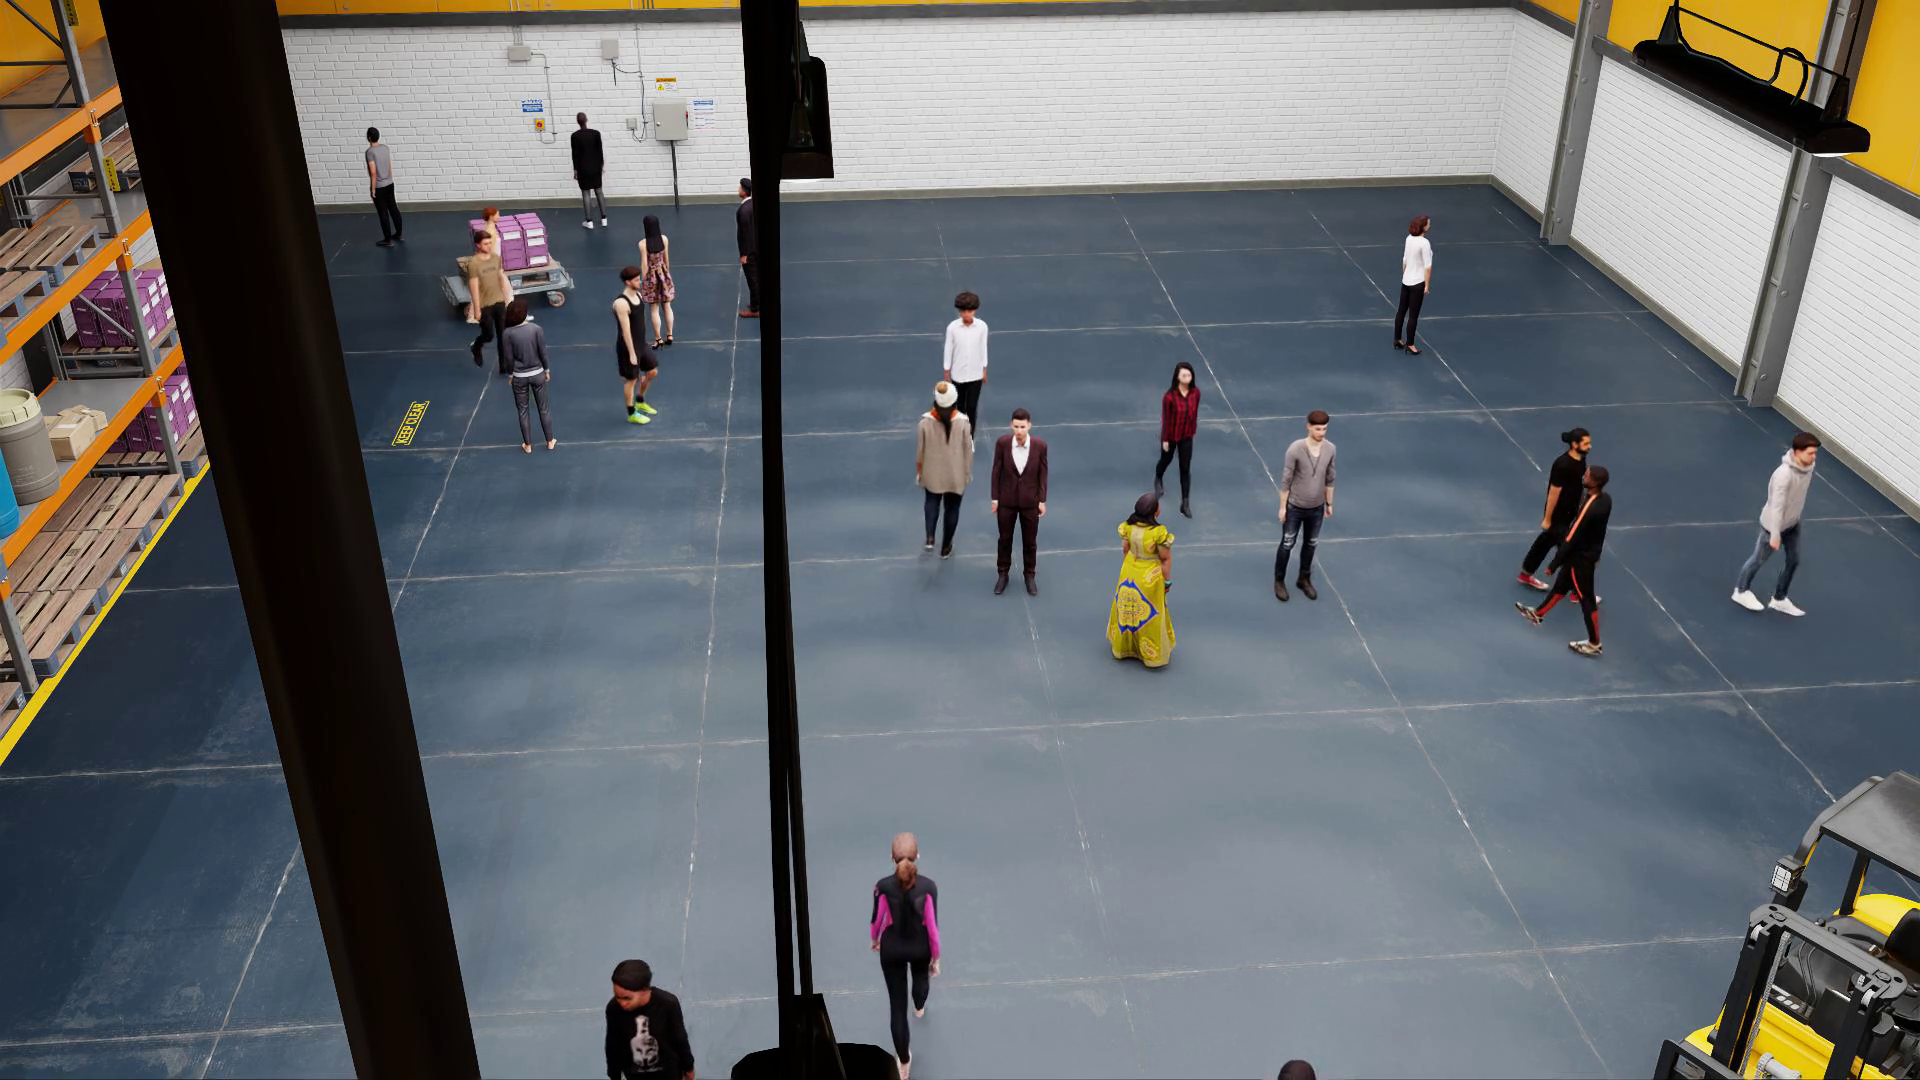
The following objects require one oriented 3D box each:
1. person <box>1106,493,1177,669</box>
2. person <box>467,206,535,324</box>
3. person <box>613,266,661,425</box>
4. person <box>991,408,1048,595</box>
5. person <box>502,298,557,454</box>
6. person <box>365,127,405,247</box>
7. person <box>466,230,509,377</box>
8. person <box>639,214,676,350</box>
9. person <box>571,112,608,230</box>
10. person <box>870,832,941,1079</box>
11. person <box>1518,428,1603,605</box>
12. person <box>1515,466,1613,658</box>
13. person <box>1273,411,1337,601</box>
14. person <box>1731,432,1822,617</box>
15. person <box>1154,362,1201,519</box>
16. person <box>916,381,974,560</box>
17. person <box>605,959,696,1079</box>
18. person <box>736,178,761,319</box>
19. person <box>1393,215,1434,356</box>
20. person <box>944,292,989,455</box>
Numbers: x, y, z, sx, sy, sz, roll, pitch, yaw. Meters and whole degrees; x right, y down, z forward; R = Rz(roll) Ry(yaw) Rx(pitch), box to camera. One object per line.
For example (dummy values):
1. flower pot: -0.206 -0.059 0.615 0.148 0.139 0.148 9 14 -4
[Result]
1. person: 1.615 0.339 14.553 1.000 1.661 1.042 19 34 31
2. person: -6.180 -3.519 21.698 0.876 1.592 1.083 -12 31 -20
3. person: -3.824 -2.230 19.033 0.851 1.881 0.713 8 30 15
4. person: 0.553 -0.385 15.667 0.715 1.866 0.647 2 29 4
5. person: -4.782 -1.828 18.413 0.663 1.768 0.595 -9 30 -17
6. person: -8.601 -5.272 24.743 0.763 1.754 0.630 11 30 19
7. person: -5.779 -2.882 20.270 1.060 1.840 1.001 22 35 34
8. person: -3.842 -3.269 21.049 0.804 1.775 0.854 -25 37 -37
9. person: -5.683 -5.668 25.461 0.728 1.761 0.708 -15 32 -26
10. person: -0.331 2.618 10.313 0.567 1.720 0.947 -2 29 -4
11. person: 5.560 -0.269 15.598 1.122 1.727 1.076 20 34 32
12. person: 5.578 0.217 14.663 1.191 1.769 1.119 22 36 35
13. person: 3.214 -0.346 15.555 0.703 1.903 0.609 -6 29 -11
14. person: 7.484 -0.193 15.349 0.939 1.832 1.035 -18 34 -30
15. person: 2.201 -1.099 17.241 0.774 1.612 1.121 -9 30 -16
16. person: -0.169 -0.651 16.138 0.776 1.881 0.757 5 29 9
17. person: -1.786 3.004 9.677 0.645 1.652 0.603 -1 29 -2
18. person: -2.763 -3.886 22.065 0.823 1.884 0.636 8 30 14
19. person: 5.699 -3.215 20.927 0.732 1.795 0.582 -13 31 -23
20. person: 0.069 -1.914 18.565 0.692 1.774 1.139 0 29 0
